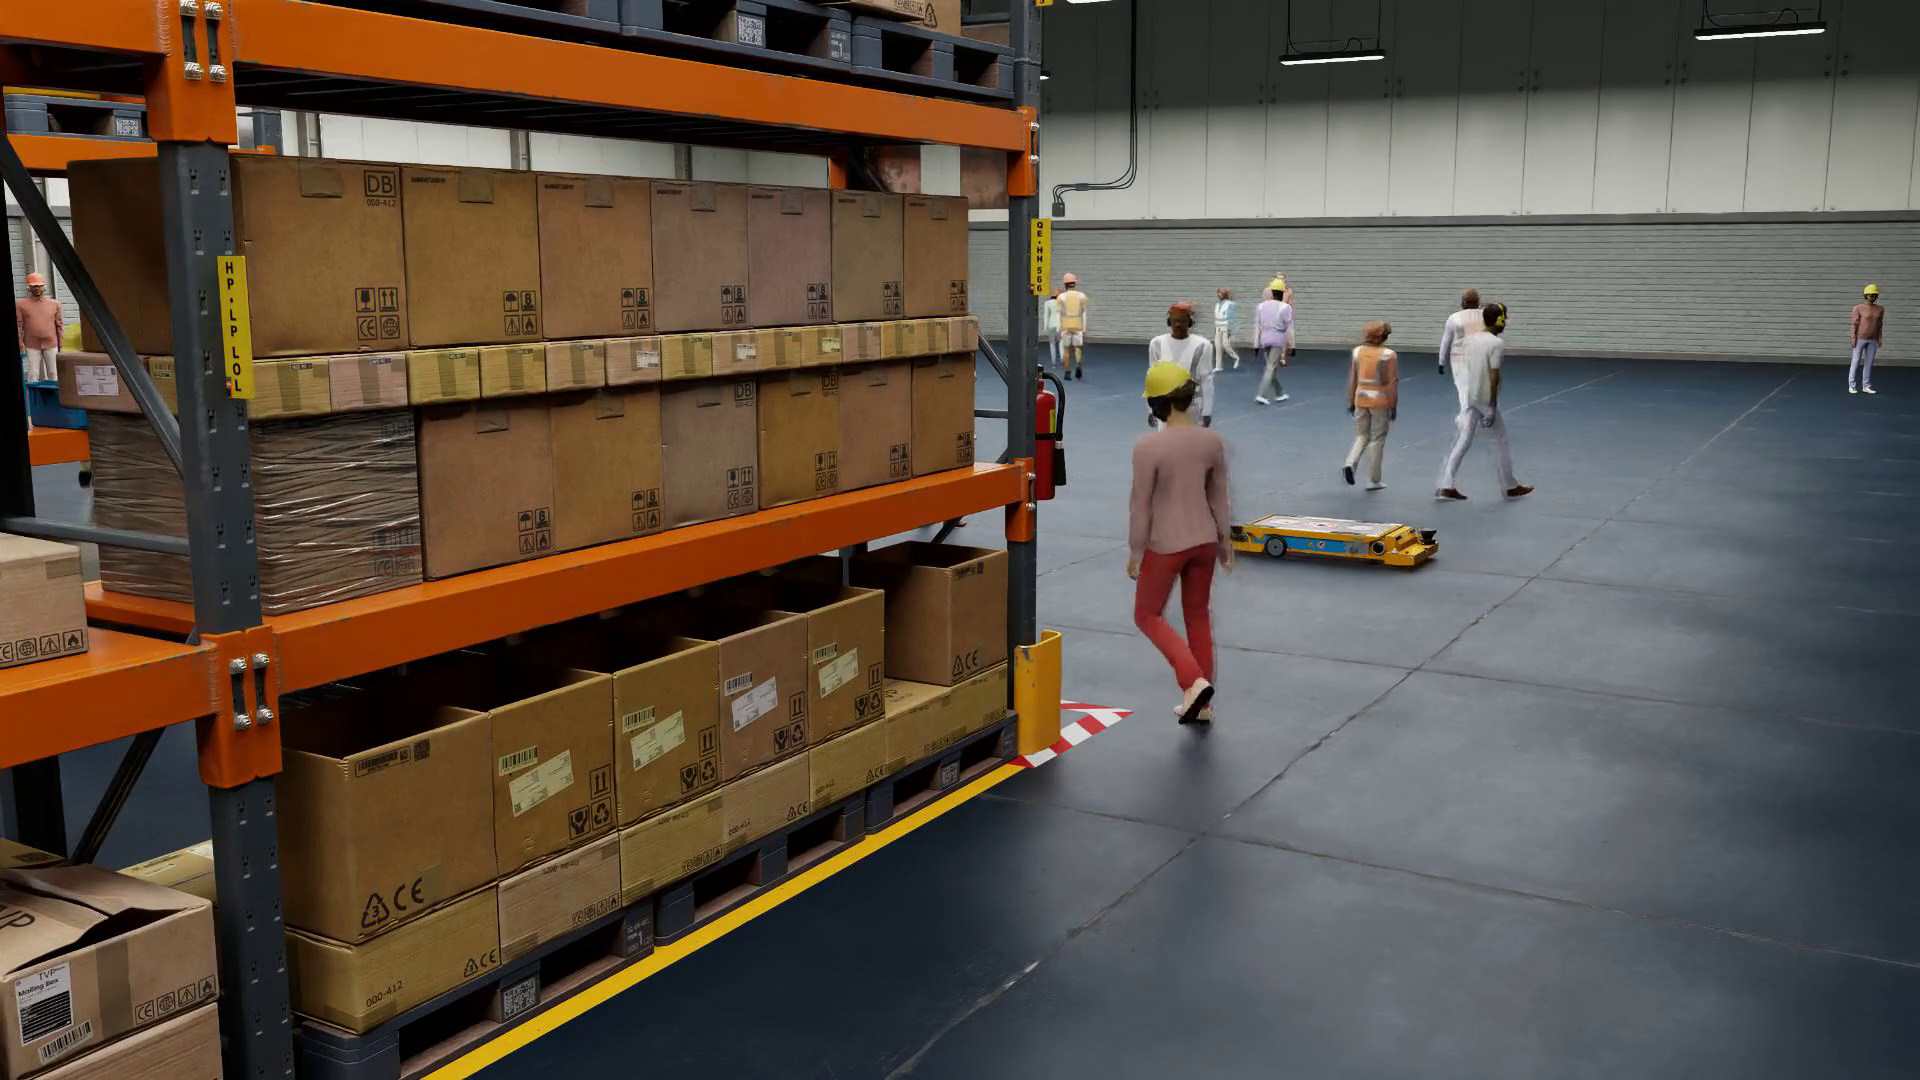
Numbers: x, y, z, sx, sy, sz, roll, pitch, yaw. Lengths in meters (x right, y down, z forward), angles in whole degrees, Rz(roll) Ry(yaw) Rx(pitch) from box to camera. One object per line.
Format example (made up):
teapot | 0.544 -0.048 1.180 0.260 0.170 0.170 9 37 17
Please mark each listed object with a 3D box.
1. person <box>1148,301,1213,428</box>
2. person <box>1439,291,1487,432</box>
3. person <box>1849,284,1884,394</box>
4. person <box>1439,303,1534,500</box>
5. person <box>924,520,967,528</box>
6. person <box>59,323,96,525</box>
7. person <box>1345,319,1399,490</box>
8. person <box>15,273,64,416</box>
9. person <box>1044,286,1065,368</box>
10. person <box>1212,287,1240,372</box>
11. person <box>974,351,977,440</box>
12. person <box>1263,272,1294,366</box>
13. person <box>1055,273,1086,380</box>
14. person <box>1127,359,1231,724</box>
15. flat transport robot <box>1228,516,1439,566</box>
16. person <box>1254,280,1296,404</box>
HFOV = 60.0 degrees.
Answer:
person | 1.947 -1.186 14.674 0.583 1.851 0.957 3 10 16
person | 6.409 -2.256 21.083 0.654 1.787 0.977 0 10 0
person | 14.728 -3.258 27.012 0.525 1.772 0.309 -1 10 -5
person | 4.808 -1.256 15.193 1.000 1.804 0.519 -4 11 -23
person | -0.170 -0.908 13.645 0.509 1.632 0.266 6 11 30
person | -5.511 -0.493 10.717 0.436 1.808 0.604 -7 12 -35
person | 3.910 -1.276 15.796 0.416 1.625 0.535 -8 13 -41
person | -12.840 -2.727 23.239 0.612 1.995 0.379 -7 12 -35
person | 1.921 -4.241 33.187 0.501 1.623 0.379 0 10 -3
person | 5.112 -4.044 32.004 0.495 1.629 0.526 -6 11 -31
person | -0.032 -2.043 20.107 0.542 1.695 0.316 6 11 30
person | 6.457 -4.478 33.758 0.659 1.902 0.398 0 10 -1
person | 1.981 -3.807 29.754 0.576 1.926 0.449 -1 10 -8
person | 1.052 0.032 7.791 0.586 1.743 0.486 -6 11 -31
flat transport robot | 2.767 -0.015 12.398 1.431 0.197 0.652 6 11 30
person | 4.756 -2.992 25.160 0.611 1.878 1.006 9 13 44
